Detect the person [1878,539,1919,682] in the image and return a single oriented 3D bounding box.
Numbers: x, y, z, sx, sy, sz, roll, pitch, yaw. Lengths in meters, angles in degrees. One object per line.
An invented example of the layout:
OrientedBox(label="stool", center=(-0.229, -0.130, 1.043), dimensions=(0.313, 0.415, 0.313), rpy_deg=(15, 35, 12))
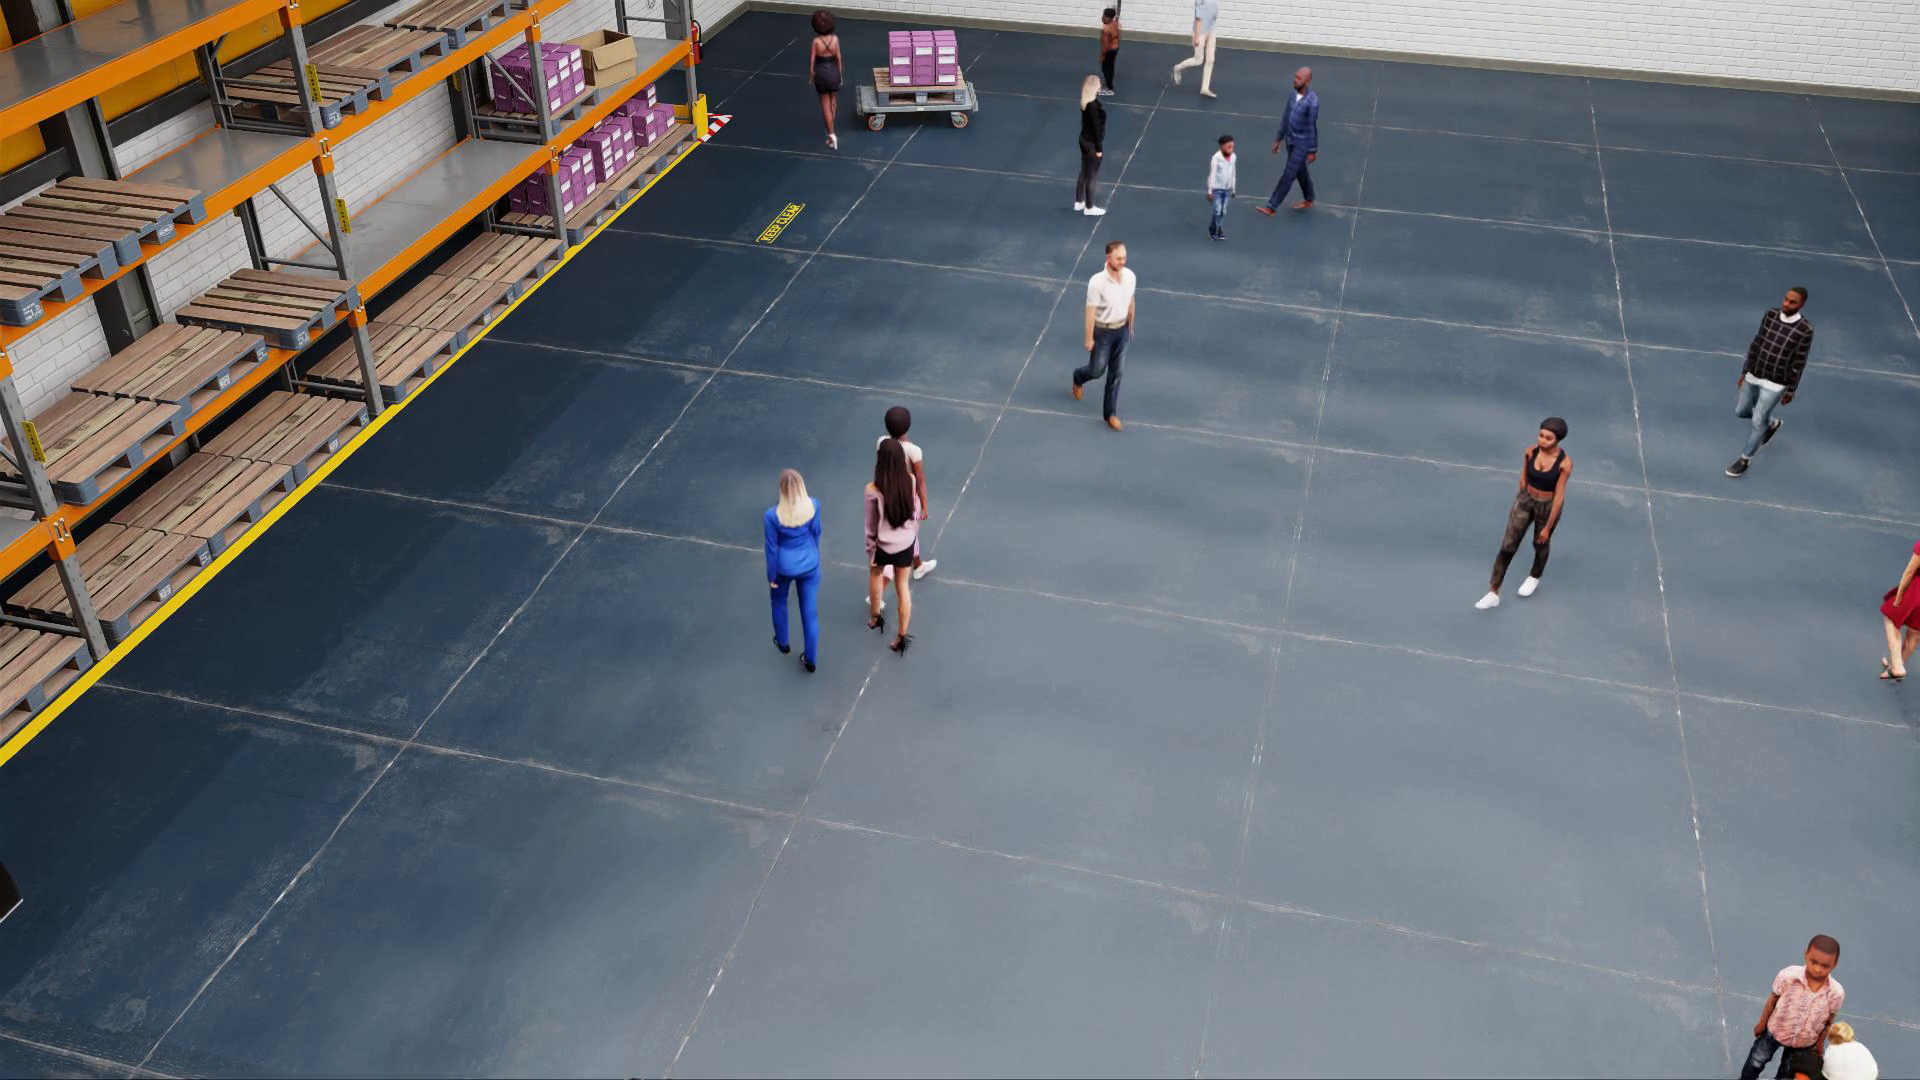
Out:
OrientedBox(label="person", center=(7.124, 0.436, 12.242), dimensions=(0.629, 1.543, 0.777), rpy_deg=(2, 34, 3))

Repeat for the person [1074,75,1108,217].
OrientedBox(label="person", center=(1.539, -4.714, 19.859), dimensions=(0.761, 1.688, 0.657), rpy_deg=(-8, 35, -12))

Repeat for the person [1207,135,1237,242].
OrientedBox(label="person", center=(3.014, -4.131, 19.375), dimensions=(0.585, 1.253, 0.639), rpy_deg=(-14, 36, -20))

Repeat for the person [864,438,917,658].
OrientedBox(label="person", center=(-0.456, 0.108, 12.513), dimensions=(0.835, 1.788, 0.905), rpy_deg=(-15, 37, -22))

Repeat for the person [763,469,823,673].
OrientedBox(label="person", center=(-1.188, 0.271, 12.363), dimensions=(0.826, 1.683, 0.901), rpy_deg=(-11, 35, -16))

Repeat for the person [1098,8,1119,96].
OrientedBox(label="person", center=(2.132, -6.975, 23.667), dimensions=(0.525, 1.239, 0.690), rpy_deg=(-28, 43, -35))

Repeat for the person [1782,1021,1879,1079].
OrientedBox(label="person", center=(3.950, 2.989, 8.098), dimensions=(0.975, 1.878, 1.057), rpy_deg=(-13, 36, -18))

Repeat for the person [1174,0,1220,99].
OrientedBox(label="person", center=(3.366, -7.171, 23.429), dimensions=(1.000, 1.827, 0.989), rpy_deg=(-28, 43, -35))

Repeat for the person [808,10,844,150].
OrientedBox(label="person", center=(-1.698, -5.953, 21.647), dimensions=(0.815, 1.773, 0.889), rpy_deg=(-15, 37, -22))

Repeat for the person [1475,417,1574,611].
OrientedBox(label="person", center=(4.623, -0.246, 13.157), dimensions=(0.879, 1.666, 1.070), rpy_deg=(28, 43, 35))

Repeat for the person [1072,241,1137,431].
OrientedBox(label="person", center=(1.353, -1.982, 15.616), dimensions=(1.023, 1.834, 1.119), rpy_deg=(-15, 36, -21))

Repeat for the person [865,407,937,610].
OrientedBox(label="person", center=(-0.495, -0.236, 13.105), dimensions=(0.903, 1.706, 1.221), rpy_deg=(24, 41, 32))

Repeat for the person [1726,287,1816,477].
OrientedBox(label="person", center=(7.280, -1.454, 14.849), dimensions=(1.084, 1.804, 1.029), rpy_deg=(-18, 38, -25))

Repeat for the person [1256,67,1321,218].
OrientedBox(label="person", center=(4.103, -4.734, 19.817), dimensions=(1.181, 1.768, 1.163), rpy_deg=(-15, 36, -21))

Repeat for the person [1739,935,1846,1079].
OrientedBox(label="person", center=(4.565, 2.662, 9.106), dimensions=(0.538, 1.307, 0.531), rpy_deg=(16, 37, 22))
